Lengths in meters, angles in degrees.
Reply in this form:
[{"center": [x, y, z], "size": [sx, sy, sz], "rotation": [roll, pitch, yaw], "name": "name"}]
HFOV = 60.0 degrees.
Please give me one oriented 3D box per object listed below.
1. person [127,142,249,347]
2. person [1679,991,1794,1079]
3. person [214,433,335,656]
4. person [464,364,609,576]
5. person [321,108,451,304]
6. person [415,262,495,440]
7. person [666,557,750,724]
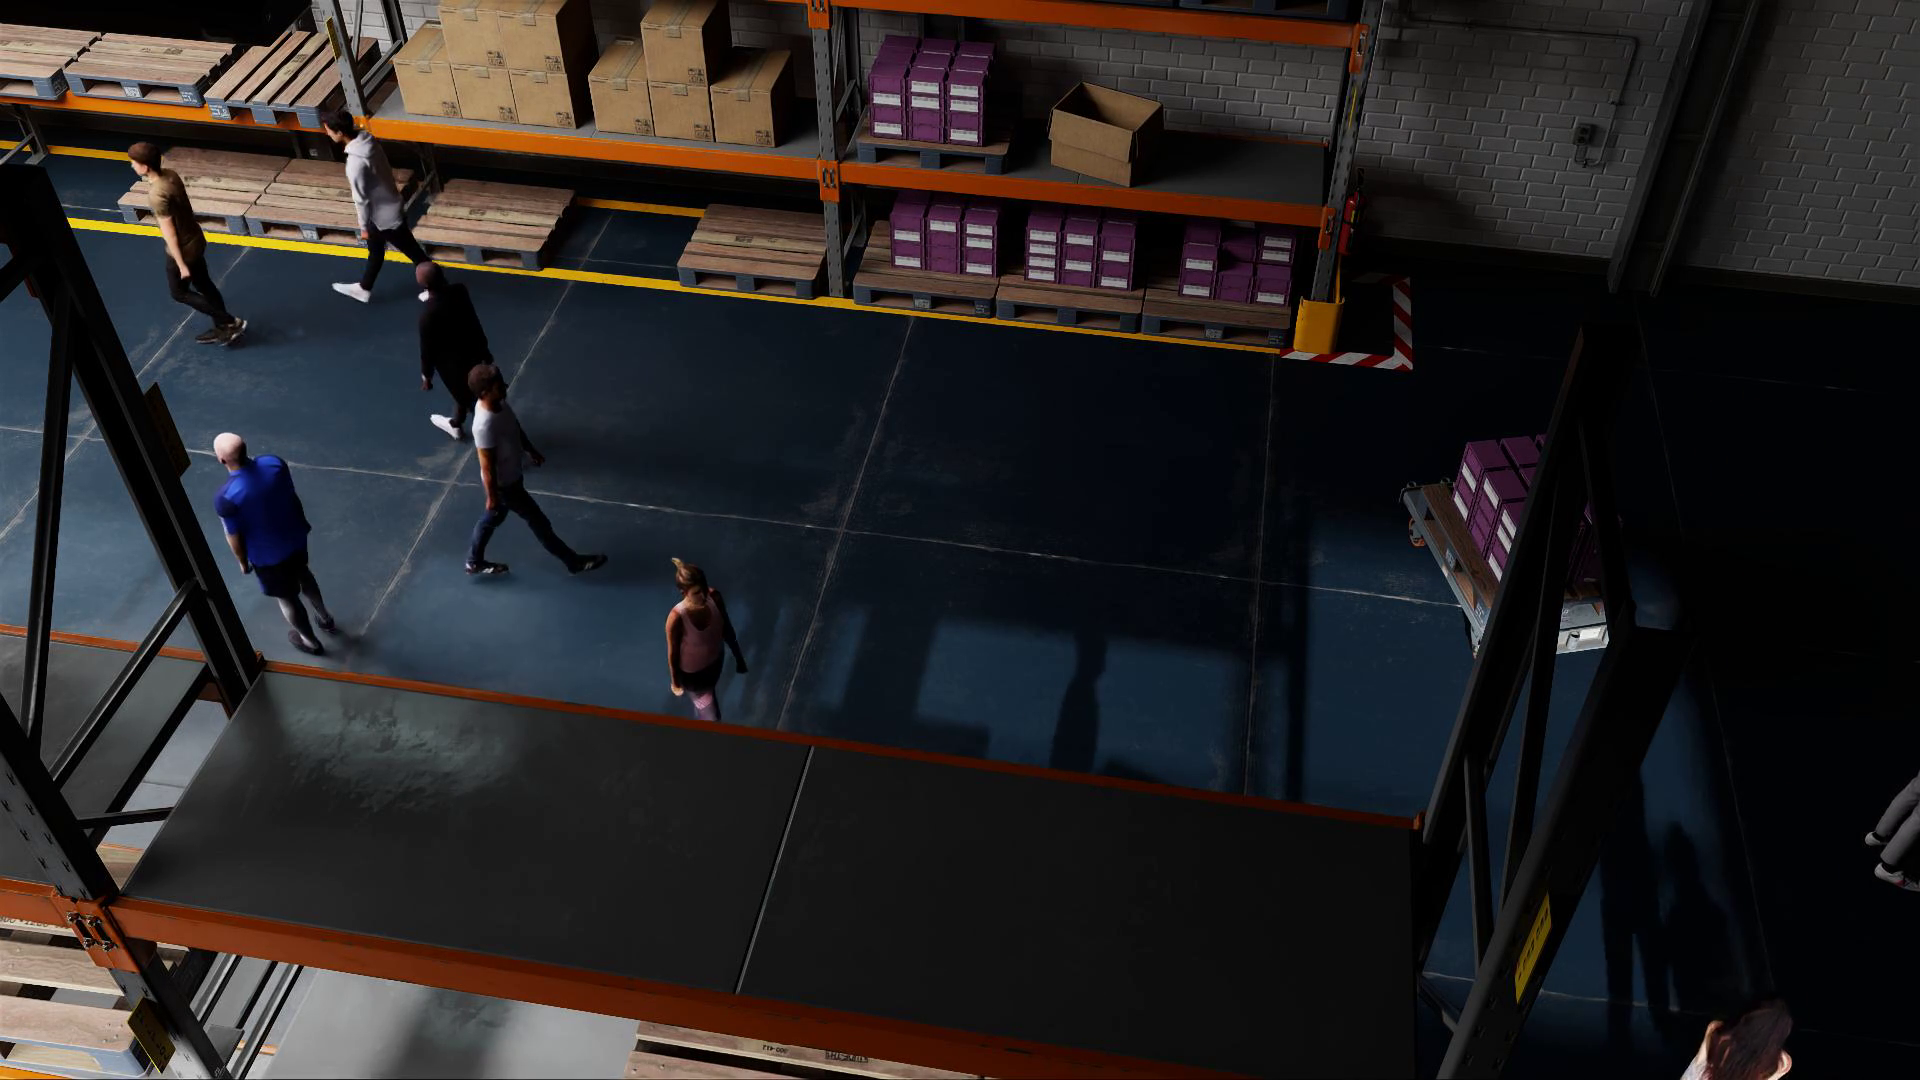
[{"center": [-6.016, -2.304, 13.082], "size": [0.814, 1.846, 0.766], "rotation": [-3, 44, -3], "name": "person"}, {"center": [3.710, 2.584, 8.099], "size": [0.816, 1.643, 0.882], "rotation": [-26, 49, -25], "name": "person"}, {"center": [-4.309, 0.055, 10.617], "size": [0.767, 1.831, 0.782], "rotation": [22, 48, 22], "name": "person"}, {"center": [-3.139, -0.394, 11.102], "size": [1.303, 1.812, 0.930], "rotation": [-7, 44, -8], "name": "person"}, {"center": [-4.536, -2.637, 13.426], "size": [1.328, 1.853, 1.027], "rotation": [-4, 44, -4], "name": "person"}, {"center": [-3.539, -1.232, 12.047], "size": [1.111, 1.722, 0.793], "rotation": [15, 46, 16], "name": "person"}, {"center": [-1.622, 0.705, 10.085], "size": [0.974, 1.623, 0.844], "rotation": [31, 52, 29], "name": "person"}]
